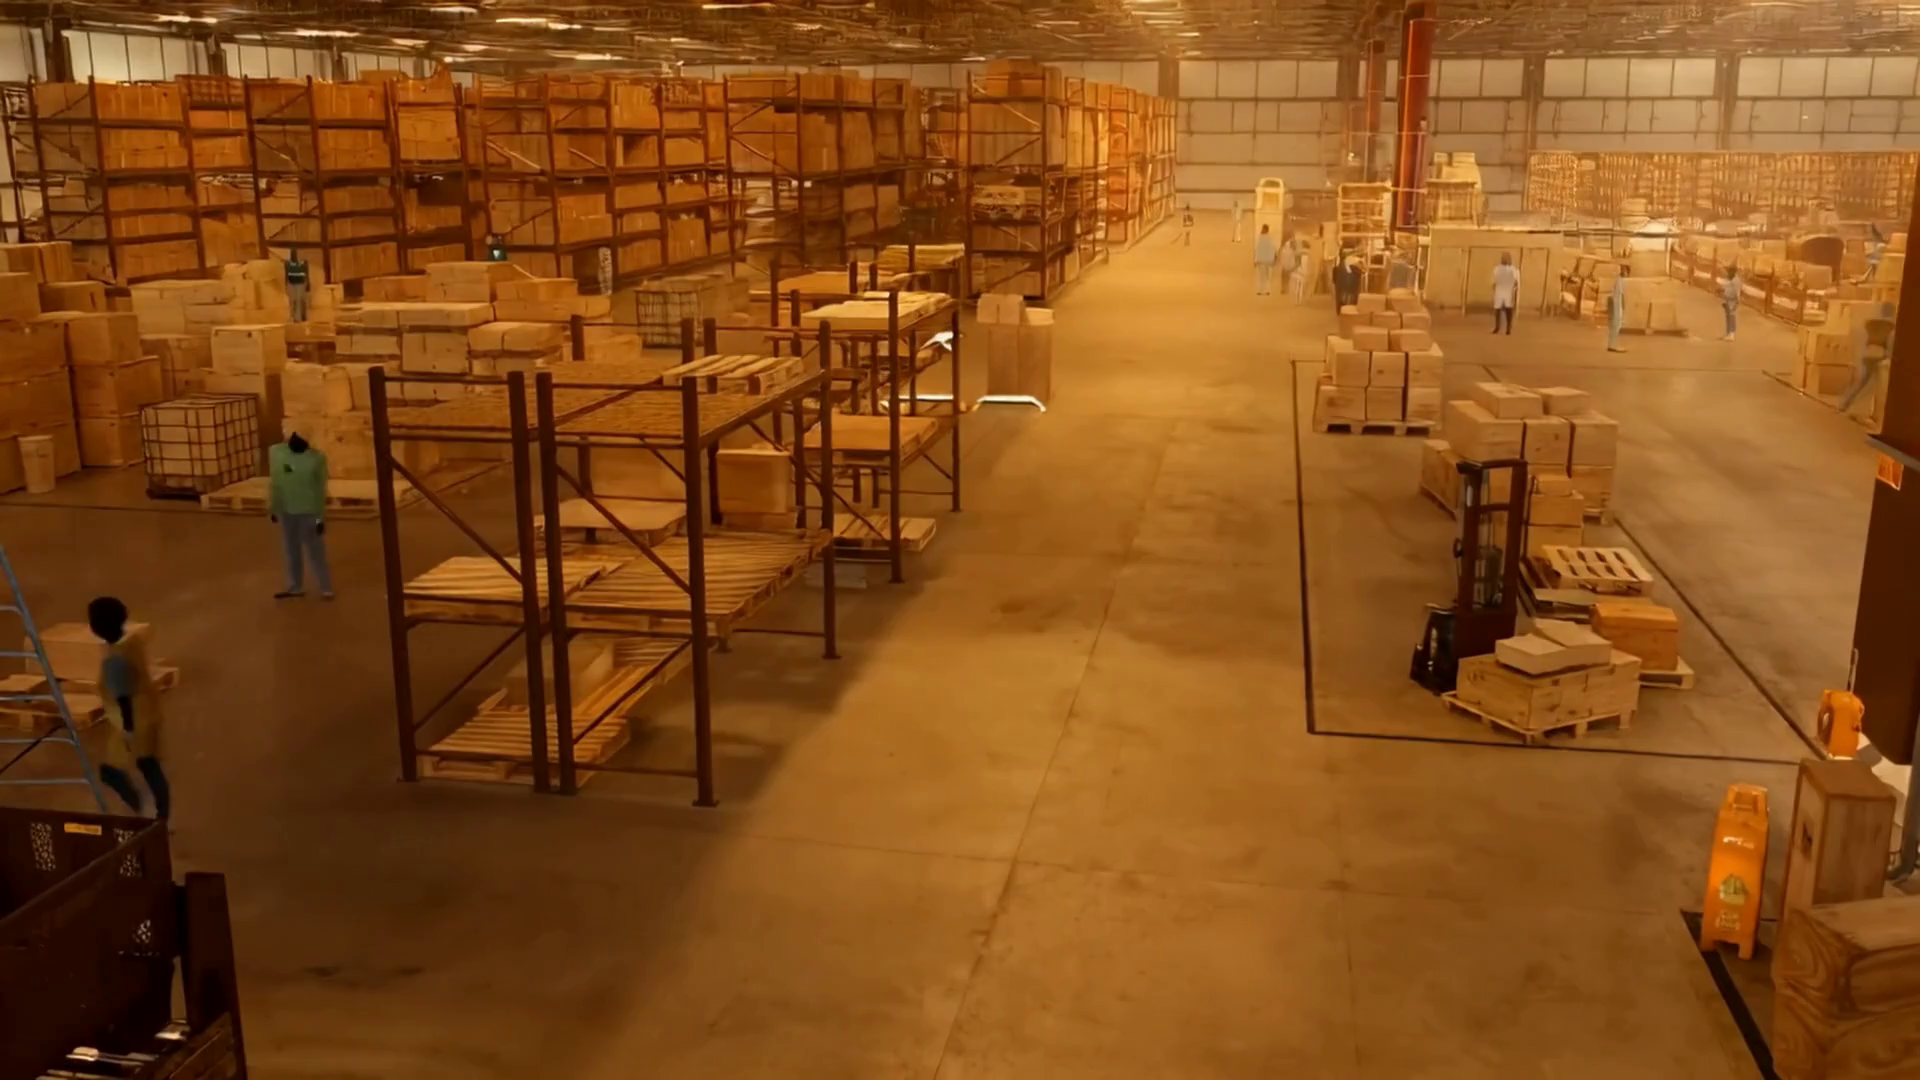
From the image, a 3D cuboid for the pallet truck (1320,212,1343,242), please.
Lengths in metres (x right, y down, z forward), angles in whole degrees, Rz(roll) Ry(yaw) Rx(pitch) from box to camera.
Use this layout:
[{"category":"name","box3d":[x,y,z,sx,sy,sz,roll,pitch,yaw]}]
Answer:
[{"category":"pallet truck","box3d":[15.874,-13.227,70.310,0.680,1.201,1.601,10,17,35]}]

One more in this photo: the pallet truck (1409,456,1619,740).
[{"category":"pallet truck","box3d":[4.504,0.400,13.395,0.823,1.965,1.885,-6,15,-23]}]

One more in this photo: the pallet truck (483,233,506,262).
[{"category":"pallet truck","box3d":[-11.832,-7.026,43.548,1.885,1.965,0.823,8,16,28]}]

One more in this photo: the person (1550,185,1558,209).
[{"category":"person","box3d":[31.453,-17.924,88.104,0.390,1.846,0.565,-2,14,-10]}]

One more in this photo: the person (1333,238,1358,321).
[{"category":"person","box3d":[9.530,-6.399,40.912,0.536,2.000,0.681,-10,17,-36]}]

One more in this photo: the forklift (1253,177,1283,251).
[{"category":"forklift","box3d":[12.083,-12.747,64.956,1.129,2.768,1.873,3,14,10]}]

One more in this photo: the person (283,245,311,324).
[{"category":"person","box3d":[-16.061,-6.181,40.305,0.592,1.911,0.385,-13,19,-43]}]

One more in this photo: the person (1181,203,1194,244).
[{"category":"person","box3d":[9.375,-13.002,68.448,0.538,1.680,0.641,-1,14,-3]}]

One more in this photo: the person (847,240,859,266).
[{"category":"person","box3d":[-2.724,-6.705,42.476,0.342,1.882,0.587,-2,14,-7]}]

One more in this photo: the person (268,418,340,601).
[{"category":"person","box3d":[-6.571,-0.292,16.476,0.710,1.876,0.379,2,14,10]}]

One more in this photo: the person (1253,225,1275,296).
[{"category":"person","box3d":[8.644,-7.958,47.333,0.616,1.993,0.395,-2,14,-9]}]

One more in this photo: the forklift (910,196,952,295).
[{"category":"forklift","box3d":[-0.890,-8.178,46.406,1.129,2.768,1.873,3,14,10]}]

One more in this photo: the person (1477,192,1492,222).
[{"category":"person","box3d":[23.659,-14.716,74.929,0.624,1.909,0.875,-3,14,-11]}]

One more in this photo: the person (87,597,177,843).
[{"category":"person","box3d":[-5.430,1.188,10.843,0.479,1.673,0.561,-3,14,-14]}]

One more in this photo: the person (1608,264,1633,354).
[{"category":"person","box3d":[13.934,-4.875,35.092,0.336,1.864,0.515,2,14,7]}]

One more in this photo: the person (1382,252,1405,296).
[{"category":"person","box3d":[10.691,-6.191,40.731,0.537,1.720,0.924,-12,18,-40]}]

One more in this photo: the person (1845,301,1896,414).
[{"category":"person","box3d":[15.131,-3.012,27.511,0.931,1.882,0.606,-7,15,-25]}]

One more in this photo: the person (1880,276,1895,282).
[{"category":"person","box3d":[17.798,-4.136,32.056,0.989,1.891,0.563,12,18,40]}]

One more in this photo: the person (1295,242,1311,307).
[{"category":"person","box3d":[9.108,-7.052,44.236,0.339,1.728,0.670,1,14,6]}]

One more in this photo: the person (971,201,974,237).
[{"category":"person","box3d":[0.645,-11.866,63.206,0.902,2.000,0.609,-11,18,-38]}]

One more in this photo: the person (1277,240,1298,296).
[{"category":"person","box3d":[9.283,-7.718,47.177,0.559,1.583,0.821,2,14,9]}]

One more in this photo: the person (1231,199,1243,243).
[{"category":"person","box3d":[11.599,-13.372,69.683,0.404,1.823,0.591,-11,17,-37]}]

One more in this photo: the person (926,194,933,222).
[{"category":"person","box3d":[-1.591,-17.198,85.316,0.307,1.772,0.526,-9,16,-31]}]

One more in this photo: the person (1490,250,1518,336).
[{"category":"person","box3d":[12.410,-5.629,37.974,0.598,1.958,0.385,10,17,36]}]

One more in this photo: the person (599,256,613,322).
[{"category":"person","box3d":[-8.610,-6.081,40.437,0.307,1.644,0.514,-3,14,-13]}]

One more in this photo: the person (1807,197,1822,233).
[{"category":"person","box3d":[36.955,-13.916,71.904,0.700,1.809,0.602,5,15,18]}]

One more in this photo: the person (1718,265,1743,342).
[{"category":"person","box3d":[17.184,-5.263,37.029,0.320,1.693,0.537,0,14,-2]}]

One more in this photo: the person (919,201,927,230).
[{"category":"person","box3d":[-1.768,-14.461,74.109,0.596,1.812,0.434,3,14,12]}]
